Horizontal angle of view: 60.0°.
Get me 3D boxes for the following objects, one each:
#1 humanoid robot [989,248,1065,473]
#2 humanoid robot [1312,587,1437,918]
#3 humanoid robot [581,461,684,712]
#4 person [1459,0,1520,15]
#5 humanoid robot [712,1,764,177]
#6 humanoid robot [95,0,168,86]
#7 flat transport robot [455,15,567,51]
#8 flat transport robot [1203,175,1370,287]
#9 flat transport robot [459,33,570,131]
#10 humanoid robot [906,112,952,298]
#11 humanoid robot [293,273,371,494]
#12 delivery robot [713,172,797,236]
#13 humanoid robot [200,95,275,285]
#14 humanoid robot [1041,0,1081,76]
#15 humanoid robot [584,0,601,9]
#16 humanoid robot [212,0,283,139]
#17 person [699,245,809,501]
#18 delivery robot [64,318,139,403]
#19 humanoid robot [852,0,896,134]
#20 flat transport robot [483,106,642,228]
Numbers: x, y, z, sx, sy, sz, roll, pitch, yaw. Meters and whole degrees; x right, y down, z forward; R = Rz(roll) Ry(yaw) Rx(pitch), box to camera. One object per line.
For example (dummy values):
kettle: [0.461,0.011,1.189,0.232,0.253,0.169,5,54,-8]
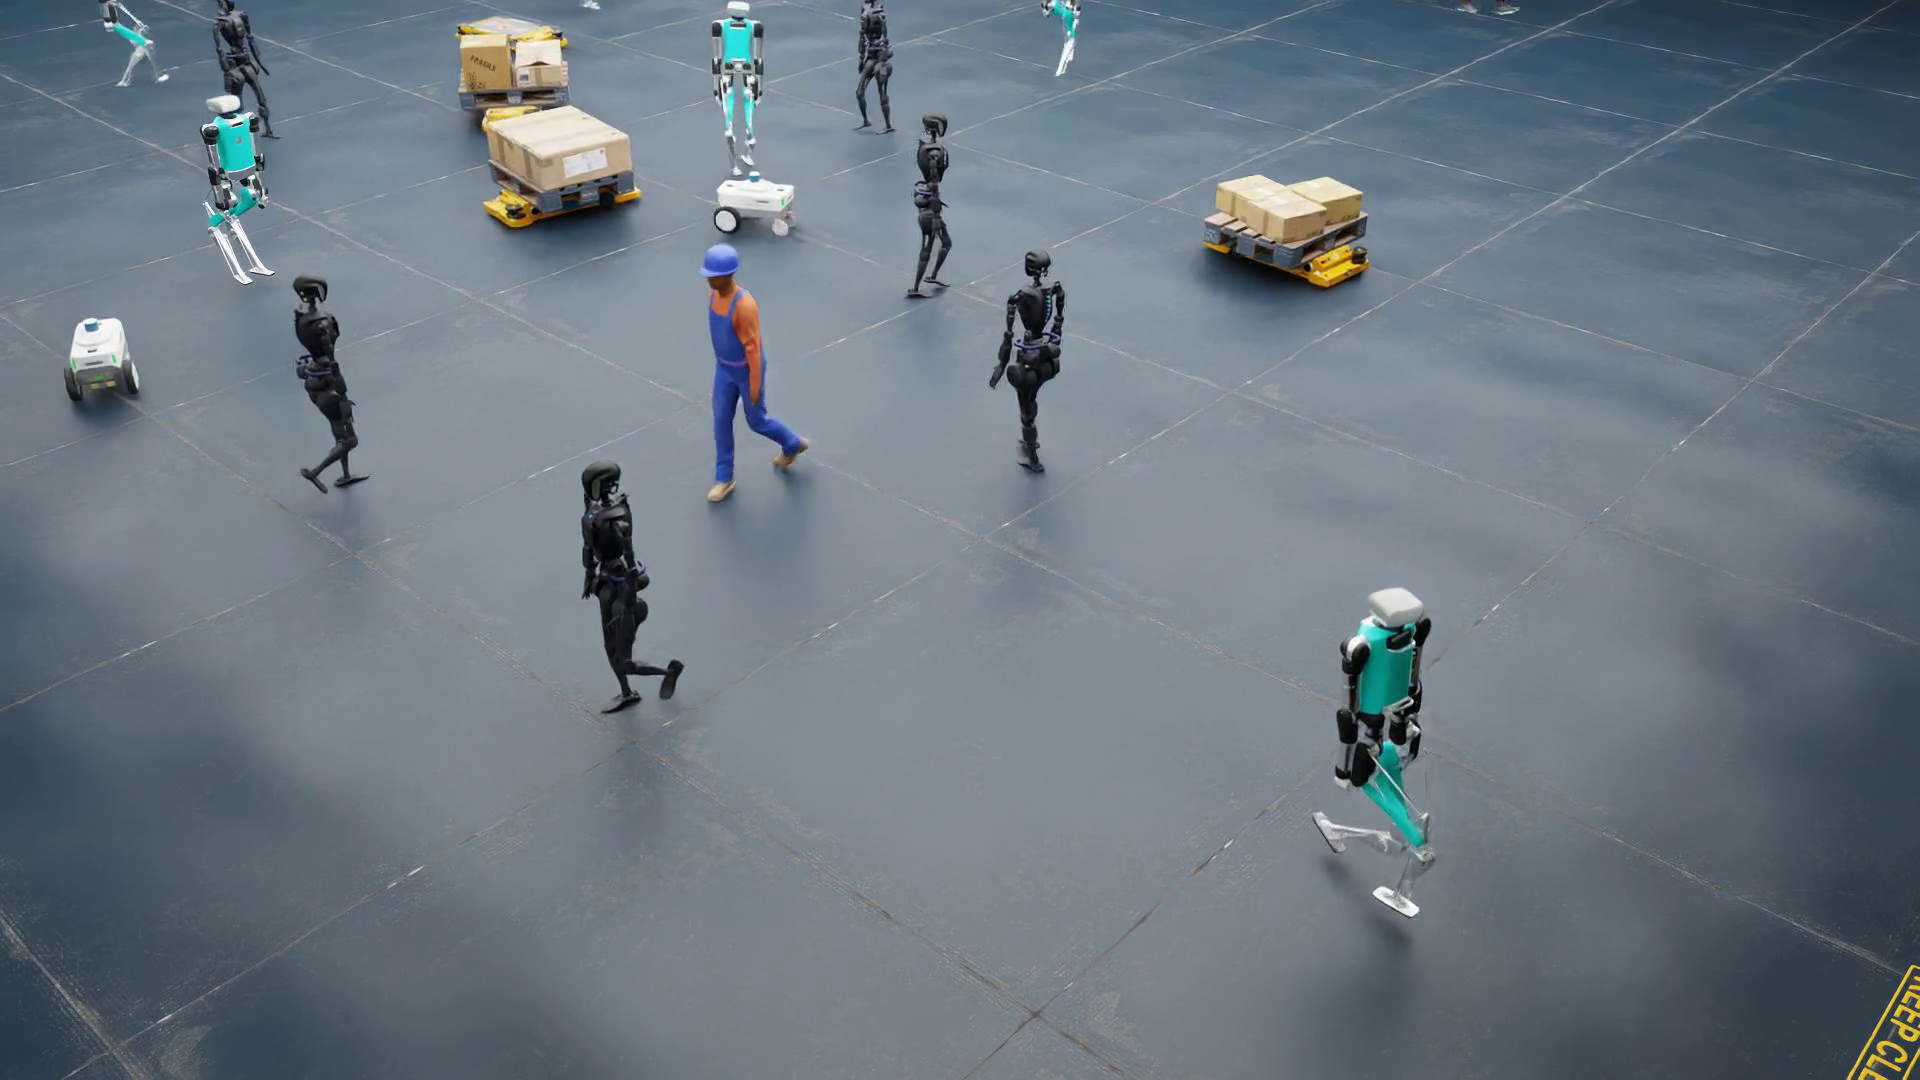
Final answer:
humanoid robot: [0.487,-1.299,11.912,0.598,1.651,0.448,-23,39,-33]
humanoid robot: [2.121,1.089,8.013,0.549,1.733,1.016,-21,37,-29]
humanoid robot: [-1.898,0.246,9.425,0.480,1.639,0.584,-23,38,-32]
person: [7.330,-8.074,22.726,0.587,1.770,0.894,-27,41,-37]
humanoid robot: [-2.258,-4.589,17.174,0.575,1.773,0.894,-6,32,-9]
humanoid robot: [-9.986,-6.341,20.018,0.821,1.807,0.576,-14,34,-21]
flat transport robot: [-5.896,-6.614,21.804,1.431,0.231,0.659,20,37,29]
flat transport robot: [3.036,-2.721,15.535,0.659,0.231,1.431,-28,41,-37]
flat transport robot: [-5.140,-5.076,19.328,0.659,0.231,1.431,-6,32,-10]
humanoid robot: [-0.266,-2.923,14.523,0.474,1.646,0.593,-2,32,-4]
humanoid robot: [-4.477,-1.078,11.559,0.475,1.646,0.591,-21,38,-30]
delivery robot: [-1.992,-3.284,16.150,0.747,0.572,0.499,7,33,11]
humanoid robot: [-6.452,-3.114,14.651,0.735,1.677,0.533,19,37,28]
humanoid robot: [1.342,-6.701,20.606,0.547,1.778,1.006,12,34,18]
humanoid robot: [-5.166,-8.222,23.040,0.785,1.800,0.536,-1,32,-1]
humanoid robot: [-7.934,-5.215,18.243,0.666,1.637,0.610,12,34,18]
person: [-1.481,-1.222,11.600,0.526,1.880,0.814,24,39,34]
delivery robot: [-6.847,-1.456,13.239,0.499,0.606,0.796,-11,33,-17]
humanoid robot: [-0.942,-5.299,18.360,0.449,1.646,0.589,-20,37,-29]
flat transport robot: [-4.004,-3.471,16.744,1.431,0.231,0.659,-23,38,-32]
